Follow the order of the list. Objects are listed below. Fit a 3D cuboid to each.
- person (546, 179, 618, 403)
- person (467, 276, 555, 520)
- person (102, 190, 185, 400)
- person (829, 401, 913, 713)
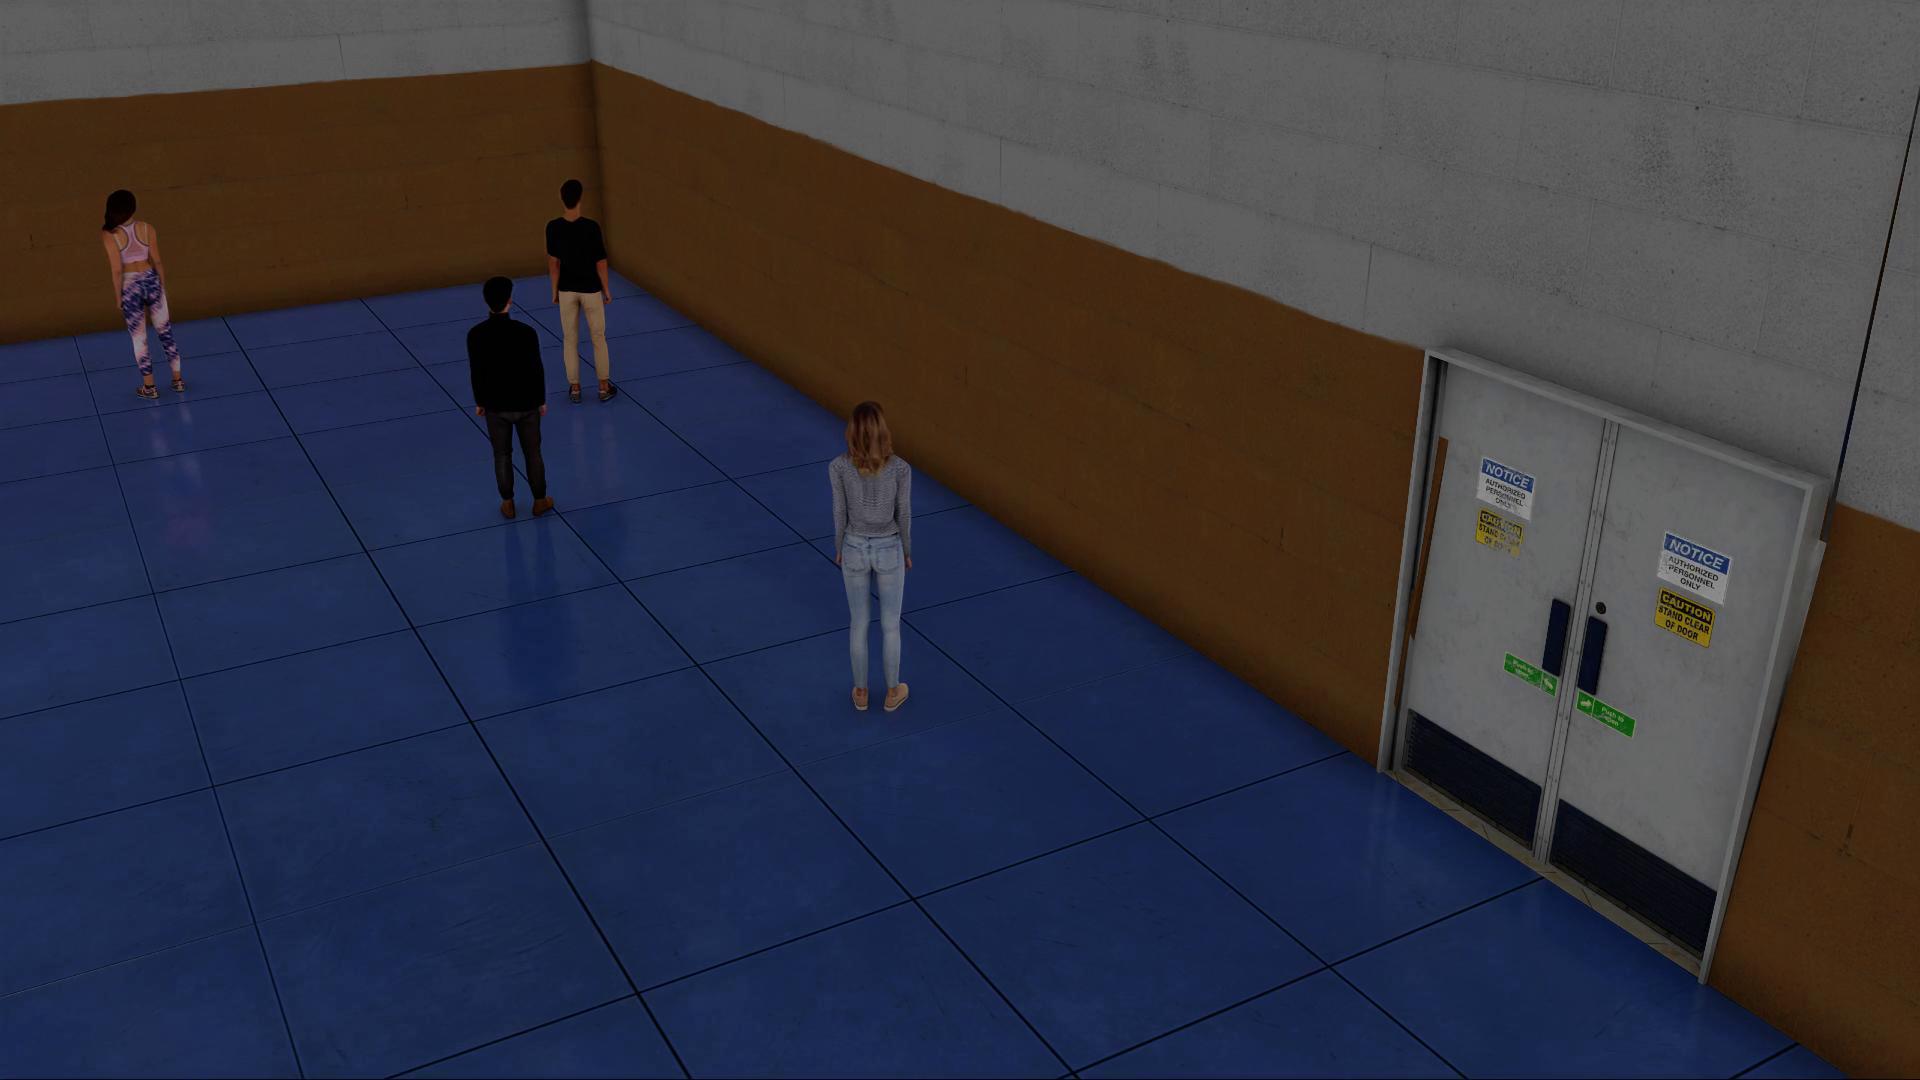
[{"bbox_3d":[-3.165,-2.073,13.867,0.624,1.859,0.770,-1,24,-3],"label":"person"},{"bbox_3d":[-3.133,-0.988,11.588,0.631,1.722,0.782,-2,24,-6],"label":"person"},{"bbox_3d":[-6.905,-2.081,14.033,0.561,1.765,0.712,-21,31,-39],"label":"person"},{"bbox_3d":[-0.471,0.094,9.023,0.630,1.796,0.729,2,24,4],"label":"person"}]
